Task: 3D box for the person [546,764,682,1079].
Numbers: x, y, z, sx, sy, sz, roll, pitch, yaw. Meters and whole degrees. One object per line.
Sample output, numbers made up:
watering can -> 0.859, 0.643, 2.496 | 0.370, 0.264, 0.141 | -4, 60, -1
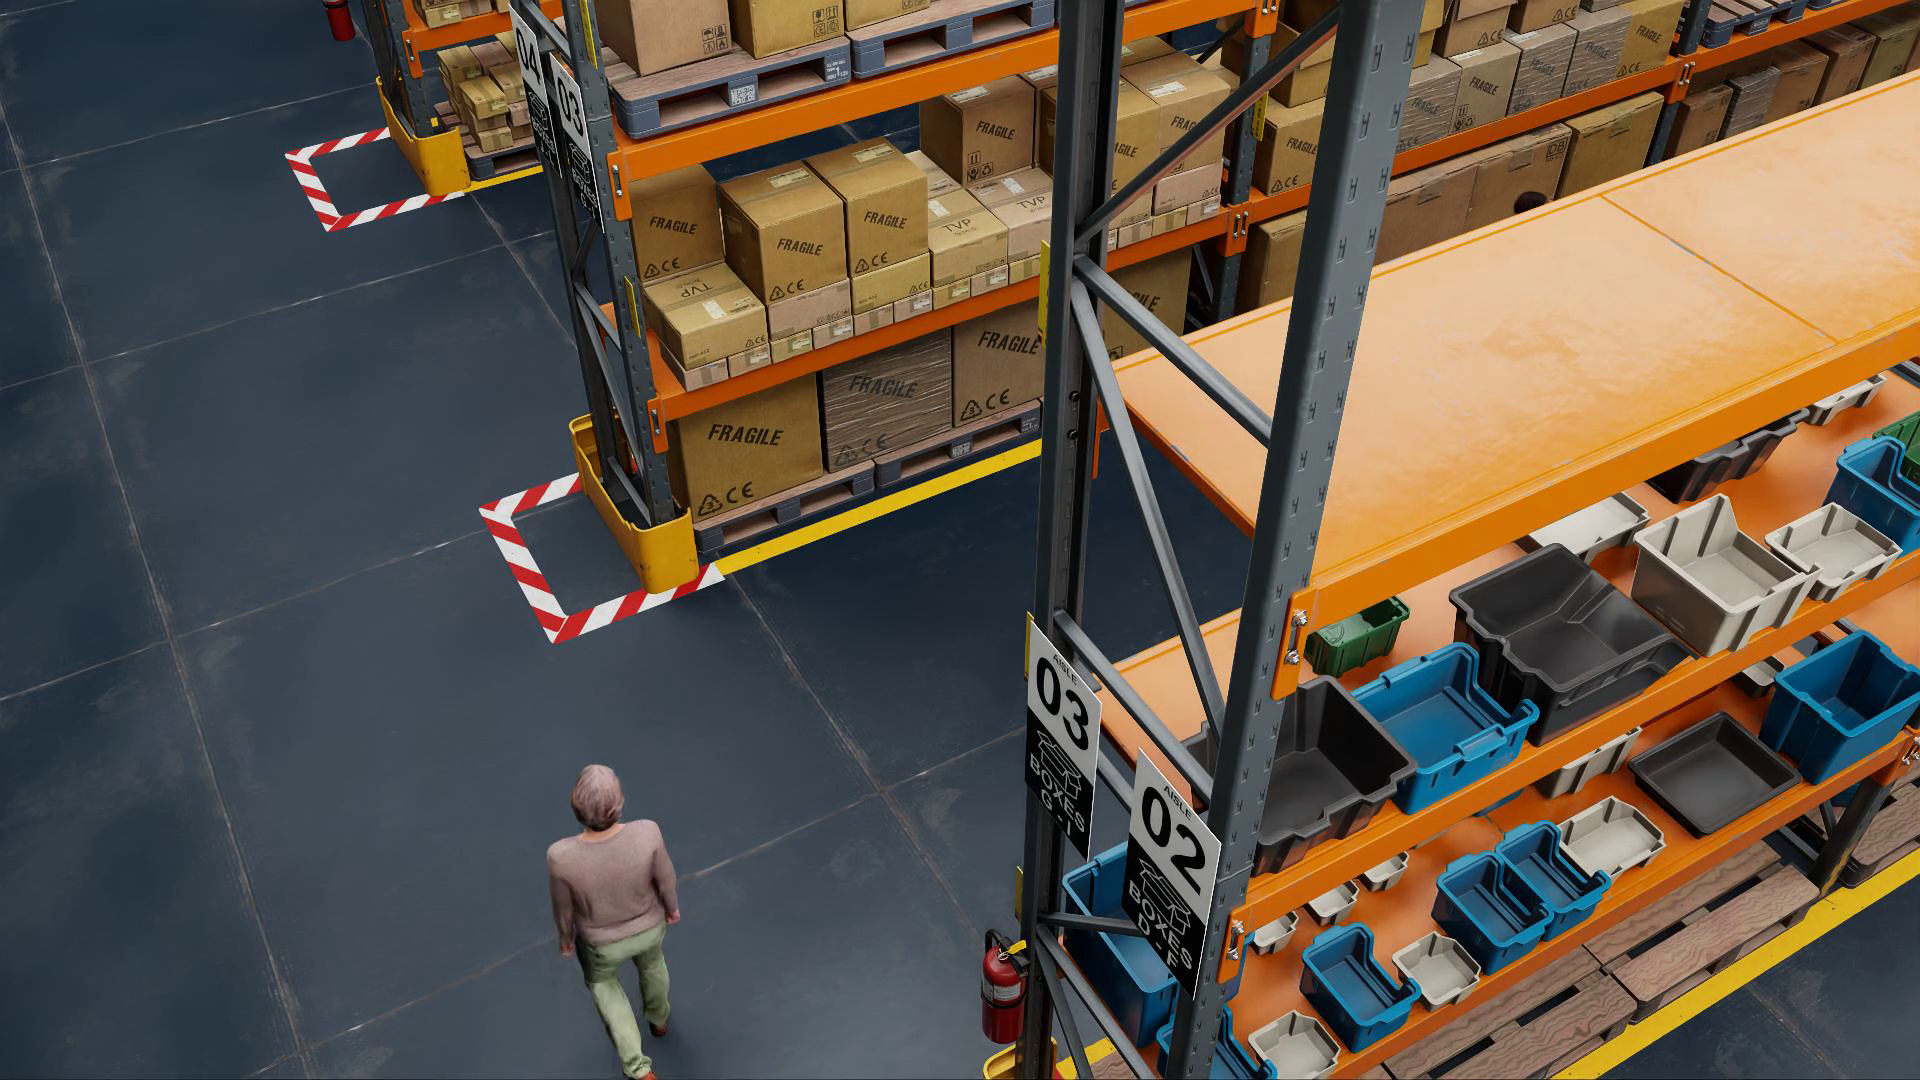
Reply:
person -> -1.401, 1.683, 6.950 | 0.901, 1.855, 0.794 | -17, 46, -18
